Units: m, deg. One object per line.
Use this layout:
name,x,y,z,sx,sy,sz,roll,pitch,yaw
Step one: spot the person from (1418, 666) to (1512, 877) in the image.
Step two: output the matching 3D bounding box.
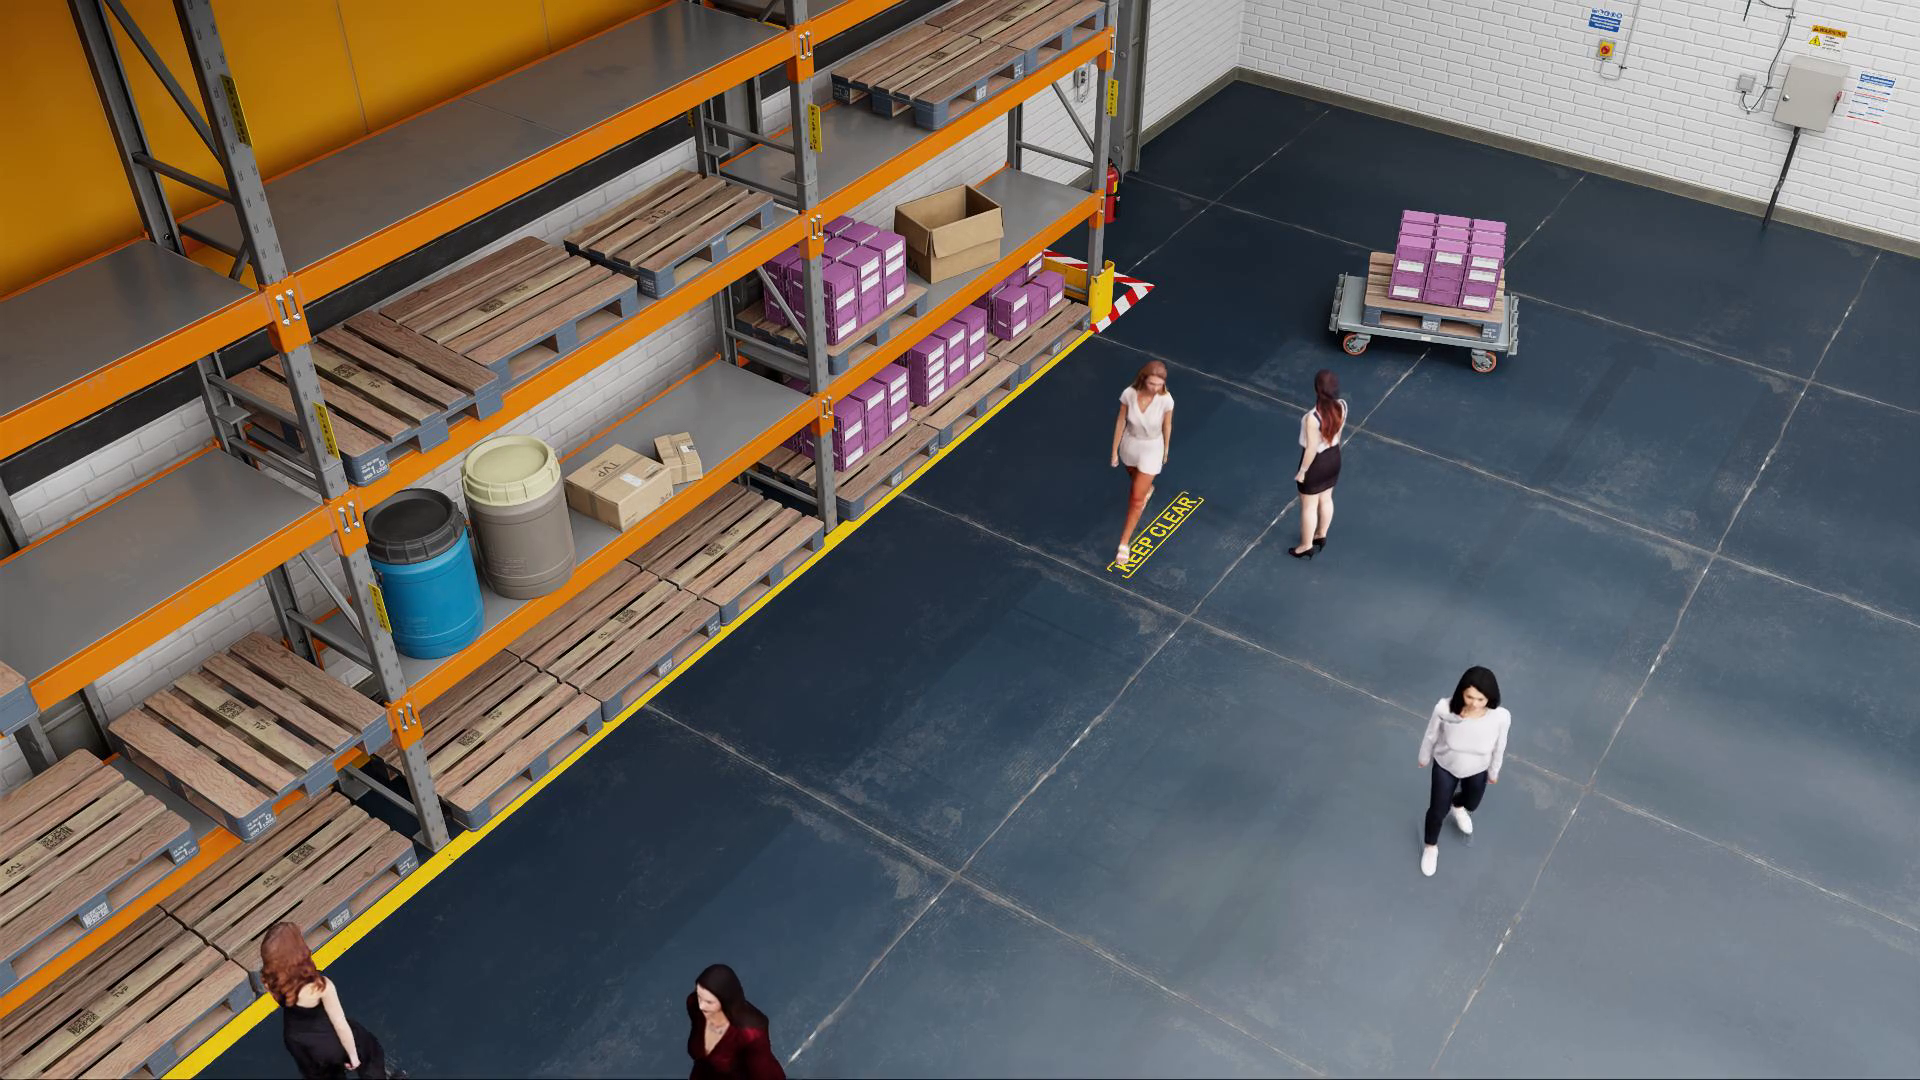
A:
person,3.048,1.317,10.104,0.819,1.668,0.947,6,39,7

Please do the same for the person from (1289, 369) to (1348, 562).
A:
person,2.690,-0.559,12.468,0.532,1.648,0.663,-27,46,-30

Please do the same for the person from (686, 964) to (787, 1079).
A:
person,-1.050,2.666,8.375,0.753,1.717,1.090,19,42,22

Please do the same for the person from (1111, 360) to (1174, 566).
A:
person,1.403,-0.711,12.660,0.745,1.646,1.202,17,42,20

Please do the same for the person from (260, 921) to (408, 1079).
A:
person,-3.295,2.604,8.441,0.788,1.732,0.890,4,39,6
